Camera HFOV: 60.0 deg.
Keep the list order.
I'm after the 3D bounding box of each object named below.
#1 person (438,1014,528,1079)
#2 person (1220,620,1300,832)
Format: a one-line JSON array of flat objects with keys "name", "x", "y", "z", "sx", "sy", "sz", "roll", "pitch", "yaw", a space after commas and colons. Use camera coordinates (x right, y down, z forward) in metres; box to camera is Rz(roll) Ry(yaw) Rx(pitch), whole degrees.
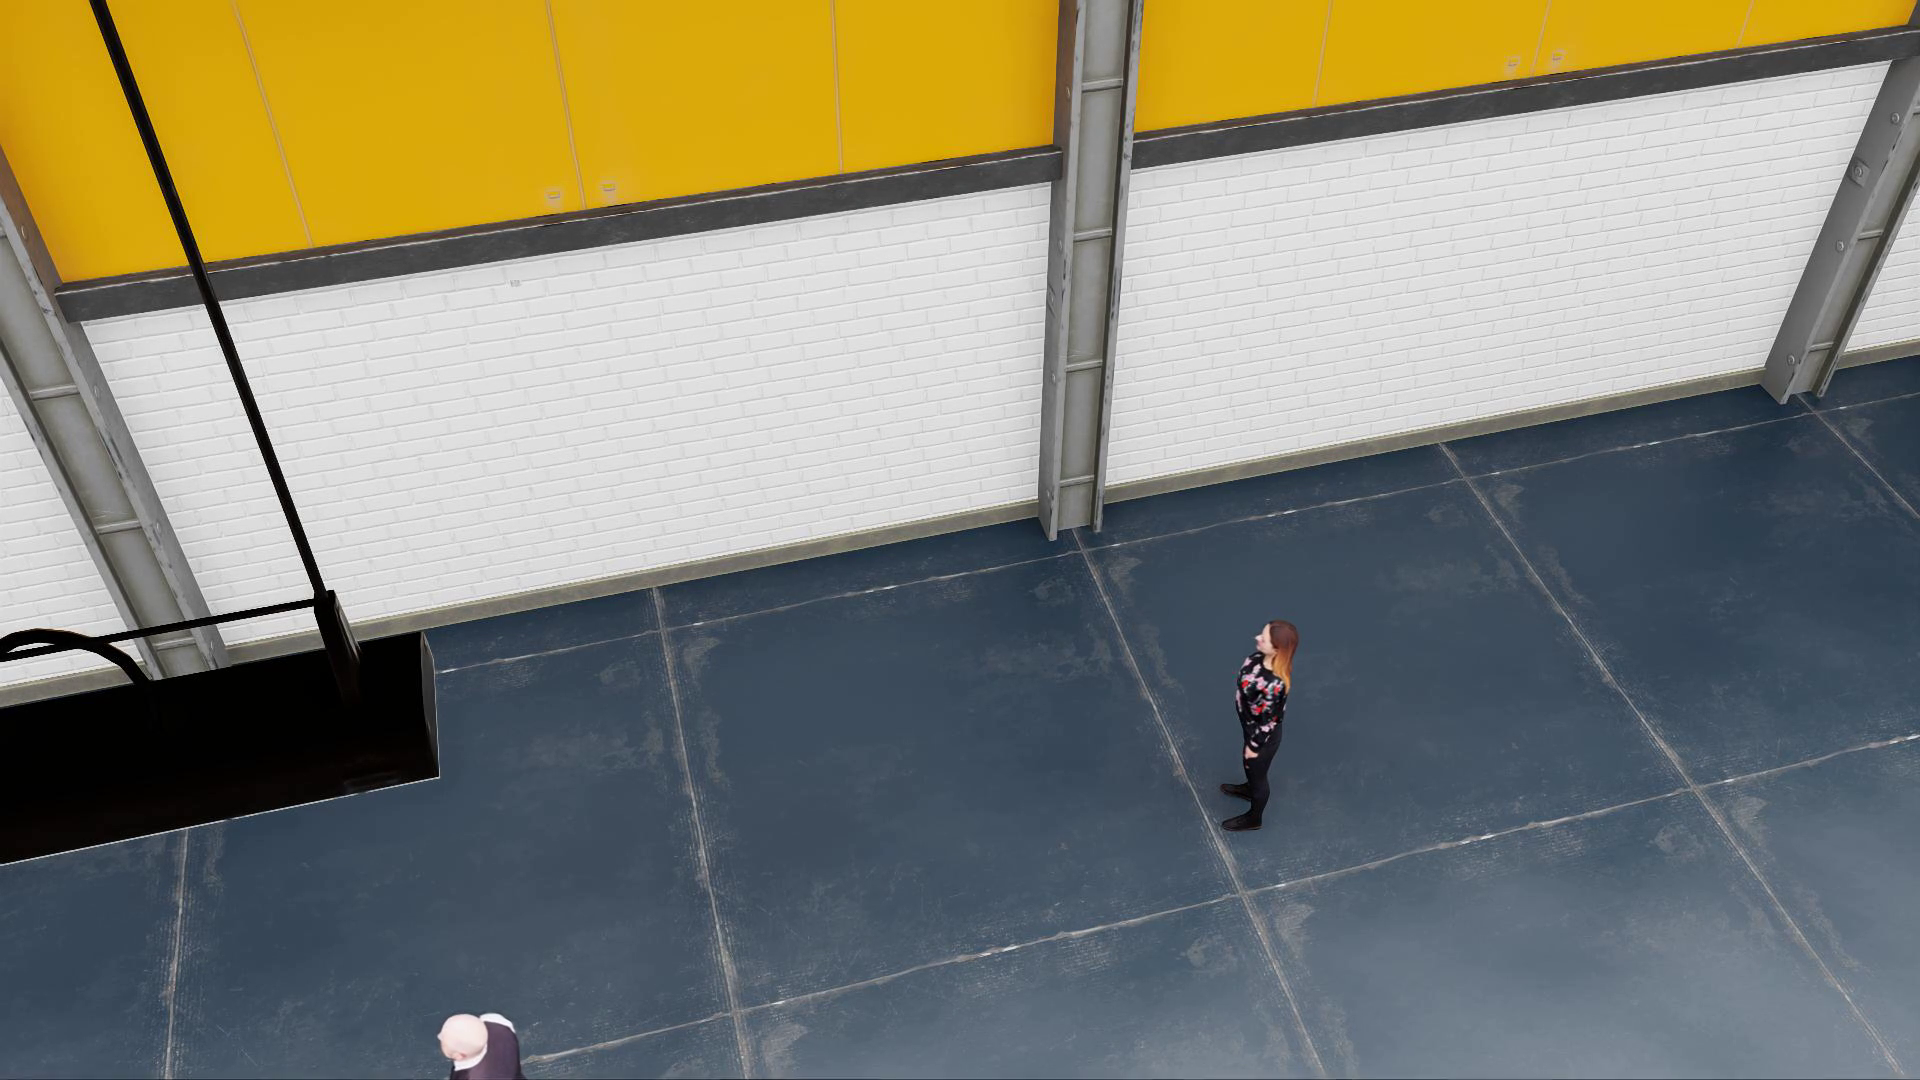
[{"name": "person", "x": -2.123, "y": 2.720, "z": 7.743, "sx": 0.696, "sy": 1.823, "sz": 0.748, "roll": 0, "pitch": 44, "yaw": 0}, {"name": "person", "x": 1.742, "y": 1.058, "z": 9.589, "sx": 0.630, "sy": 1.682, "sz": 0.641, "roll": 5, "pitch": 44, "yaw": 6}]
